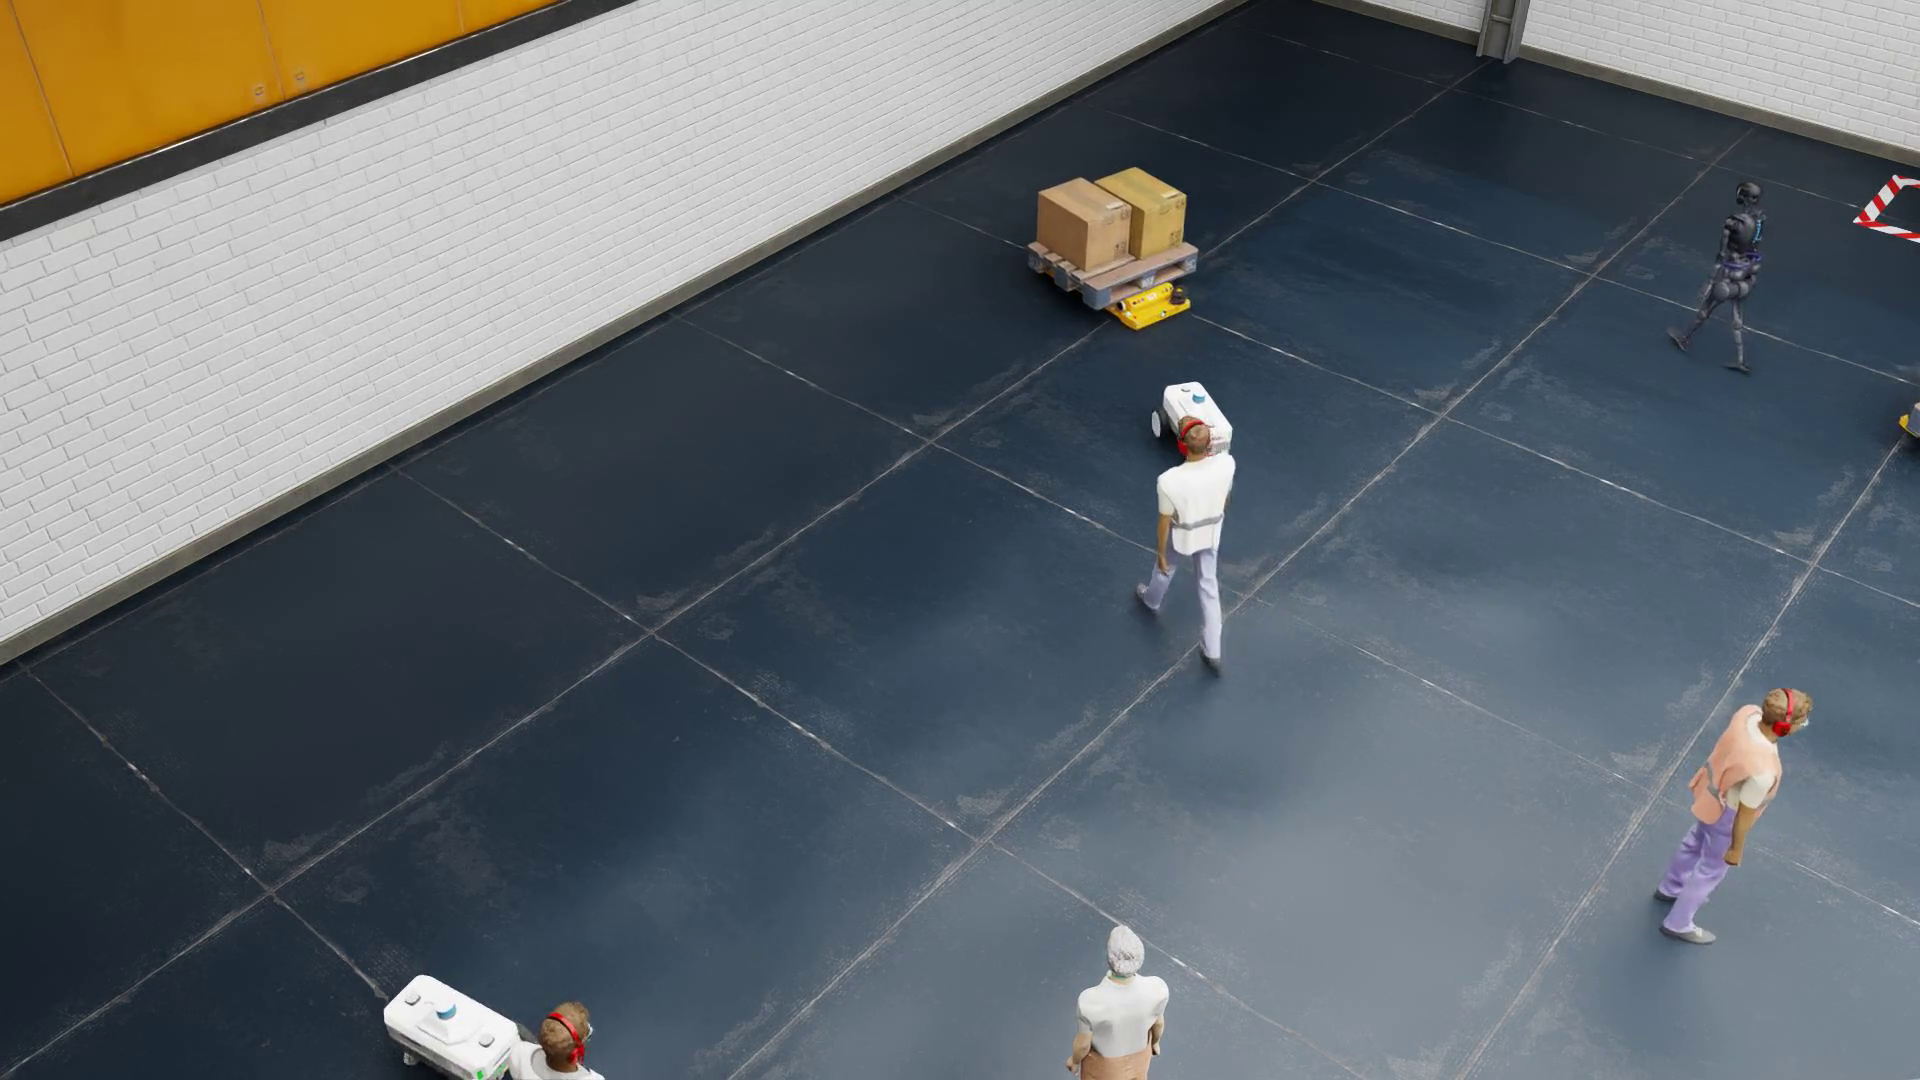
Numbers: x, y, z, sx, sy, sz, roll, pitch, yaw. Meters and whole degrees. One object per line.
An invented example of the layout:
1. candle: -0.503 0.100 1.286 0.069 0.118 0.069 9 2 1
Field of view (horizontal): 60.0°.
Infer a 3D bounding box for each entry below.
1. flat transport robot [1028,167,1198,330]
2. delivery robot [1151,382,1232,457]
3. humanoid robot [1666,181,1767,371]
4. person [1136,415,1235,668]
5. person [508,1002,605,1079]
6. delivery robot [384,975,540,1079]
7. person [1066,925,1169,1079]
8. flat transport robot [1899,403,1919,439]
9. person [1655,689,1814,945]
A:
1. flat transport robot: 1.390 -2.391 15.254 0.659 0.231 1.431 -25 45 -27
2. delivery robot: 1.877 -0.928 13.203 0.499 0.586 0.772 -10 40 -12
3. humanoid robot: 6.474 -2.211 13.939 0.599 1.625 0.803 -22 44 -25
4. person: 1.548 -0.030 11.106 0.585 1.796 0.976 -12 40 -14
5. person: -1.733 2.772 7.603 0.564 1.832 0.411 20 43 23
6. delivery robot: -2.638 2.645 8.788 0.781 0.610 0.509 20 43 23
7. person: 0.755 2.467 8.045 0.473 1.748 0.320 -10 40 -12
8. flat transport robot: 8.235 -0.669 13.117 0.659 0.231 1.431 -14 41 -17
9. person: 4.223 1.504 9.178 0.408 1.833 0.558 8 39 9
